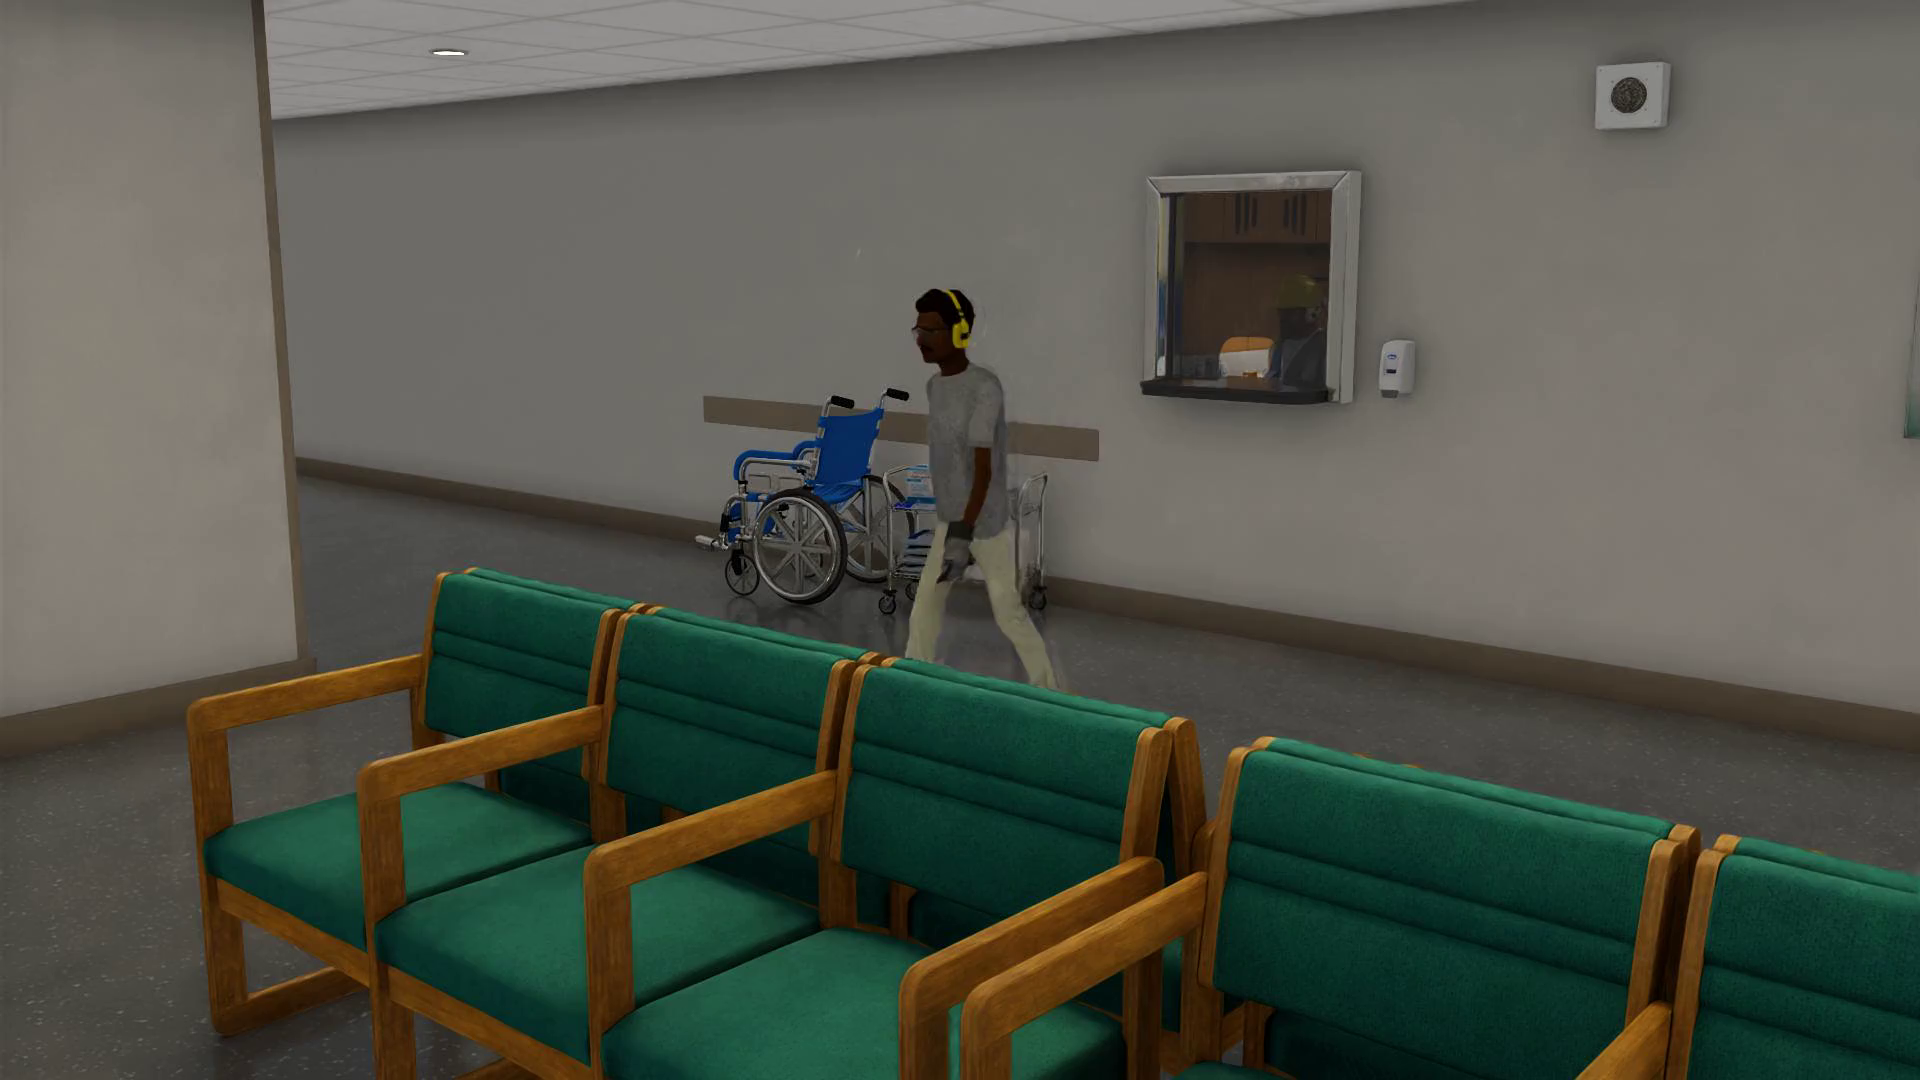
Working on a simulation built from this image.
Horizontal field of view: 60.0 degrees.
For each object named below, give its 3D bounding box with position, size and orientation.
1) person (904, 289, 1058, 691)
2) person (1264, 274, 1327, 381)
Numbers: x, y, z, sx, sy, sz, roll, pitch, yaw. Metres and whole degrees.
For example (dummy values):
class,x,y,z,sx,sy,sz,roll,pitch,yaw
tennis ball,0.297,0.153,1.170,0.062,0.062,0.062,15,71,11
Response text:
class,x,y,z,sx,sy,sz,roll,pitch,yaw
person,0.030,-0.055,6.401,0.987,1.813,0.492,-8,12,-37
person,1.839,-0.516,8.990,0.414,1.823,0.587,-5,11,-27
